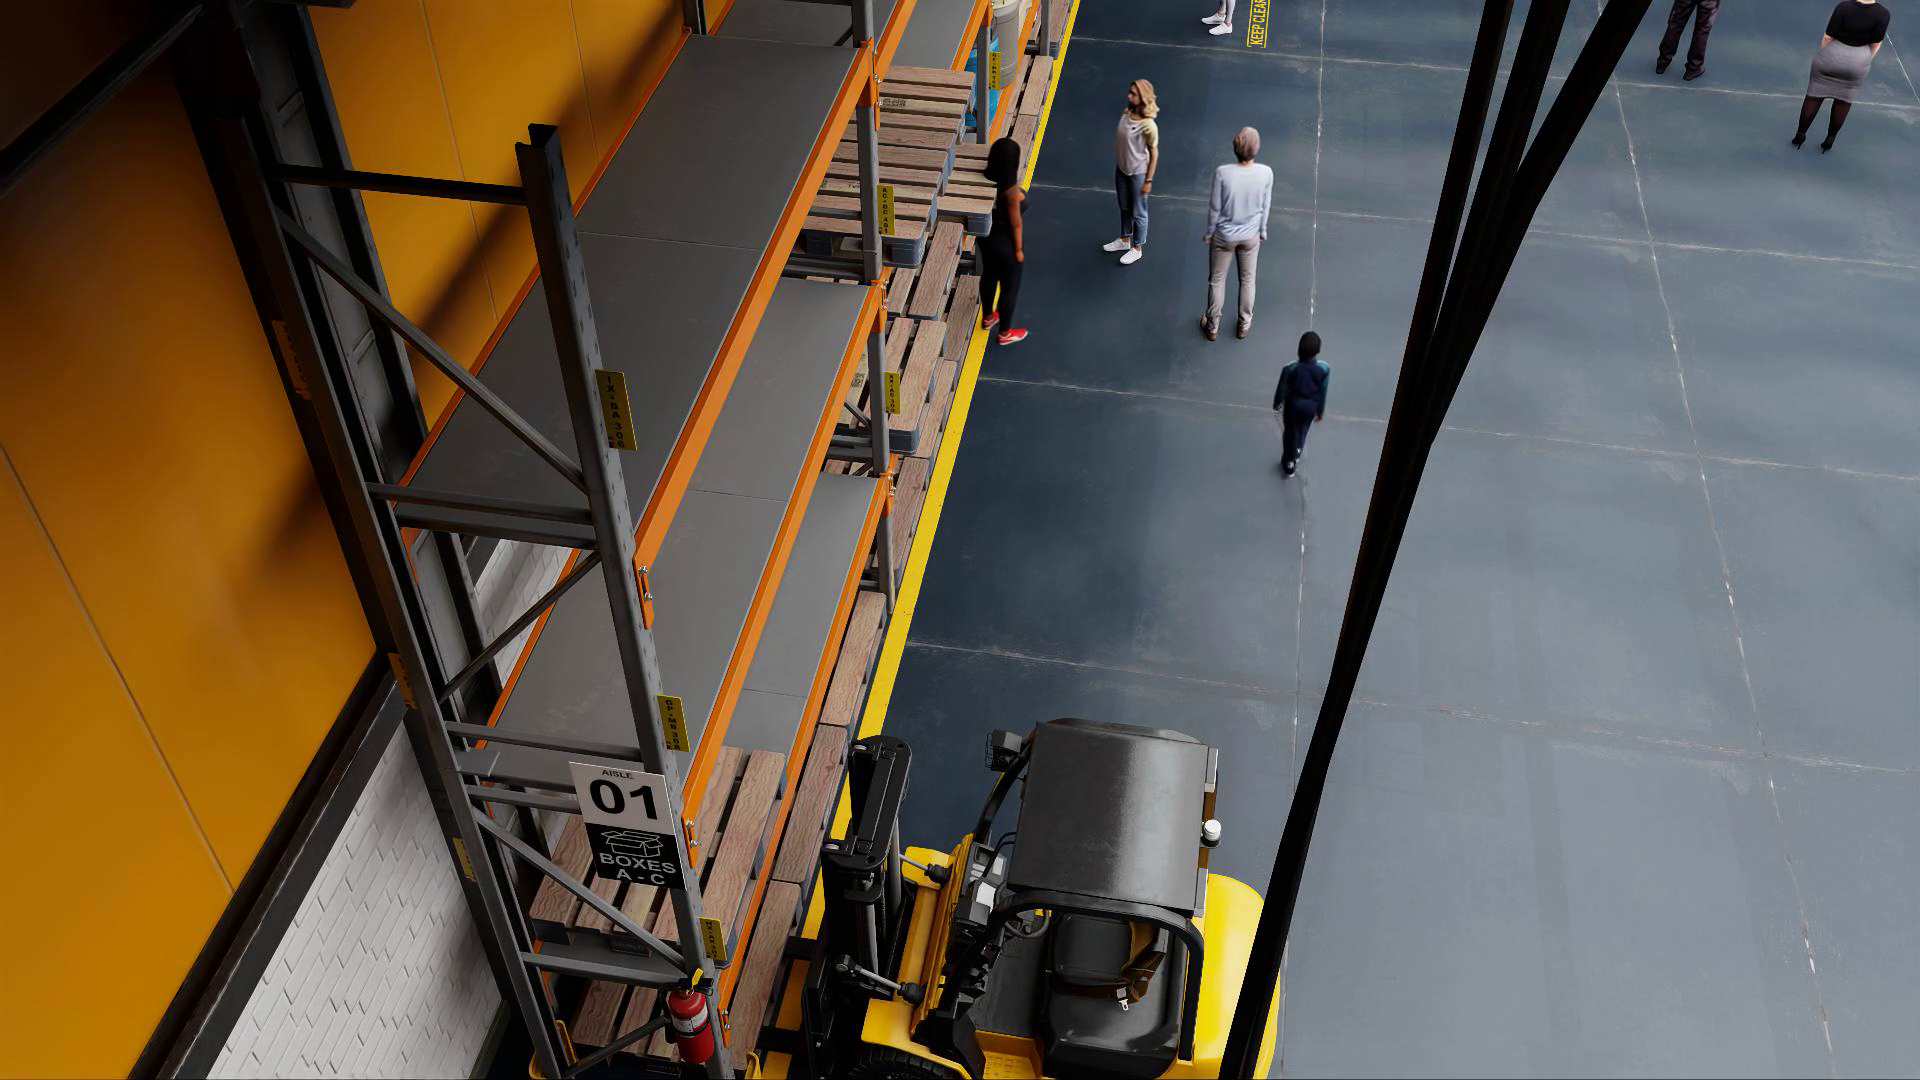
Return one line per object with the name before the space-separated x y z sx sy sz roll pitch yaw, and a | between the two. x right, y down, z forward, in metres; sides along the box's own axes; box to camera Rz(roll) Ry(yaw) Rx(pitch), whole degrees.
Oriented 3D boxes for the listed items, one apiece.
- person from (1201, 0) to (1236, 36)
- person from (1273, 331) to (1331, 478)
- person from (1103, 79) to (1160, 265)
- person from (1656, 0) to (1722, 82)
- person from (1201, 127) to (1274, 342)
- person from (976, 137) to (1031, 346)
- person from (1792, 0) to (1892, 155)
person | 2.825 -6.166 17.449 0.694 1.703 0.585 -7 44 -7
person | 2.532 -0.976 12.331 0.569 1.248 0.623 0 44 0
person | 1.506 -3.171 14.291 0.760 1.722 0.685 -22 48 -22
person | 7.454 -5.570 16.670 0.773 1.915 0.755 27 50 26
person | 2.226 -2.458 13.421 0.708 1.892 0.621 0 44 0
person | 0.325 -2.416 13.432 0.830 1.815 0.770 -26 49 -24
person | 8.302 -4.478 15.636 0.725 1.760 0.695 17 46 17
